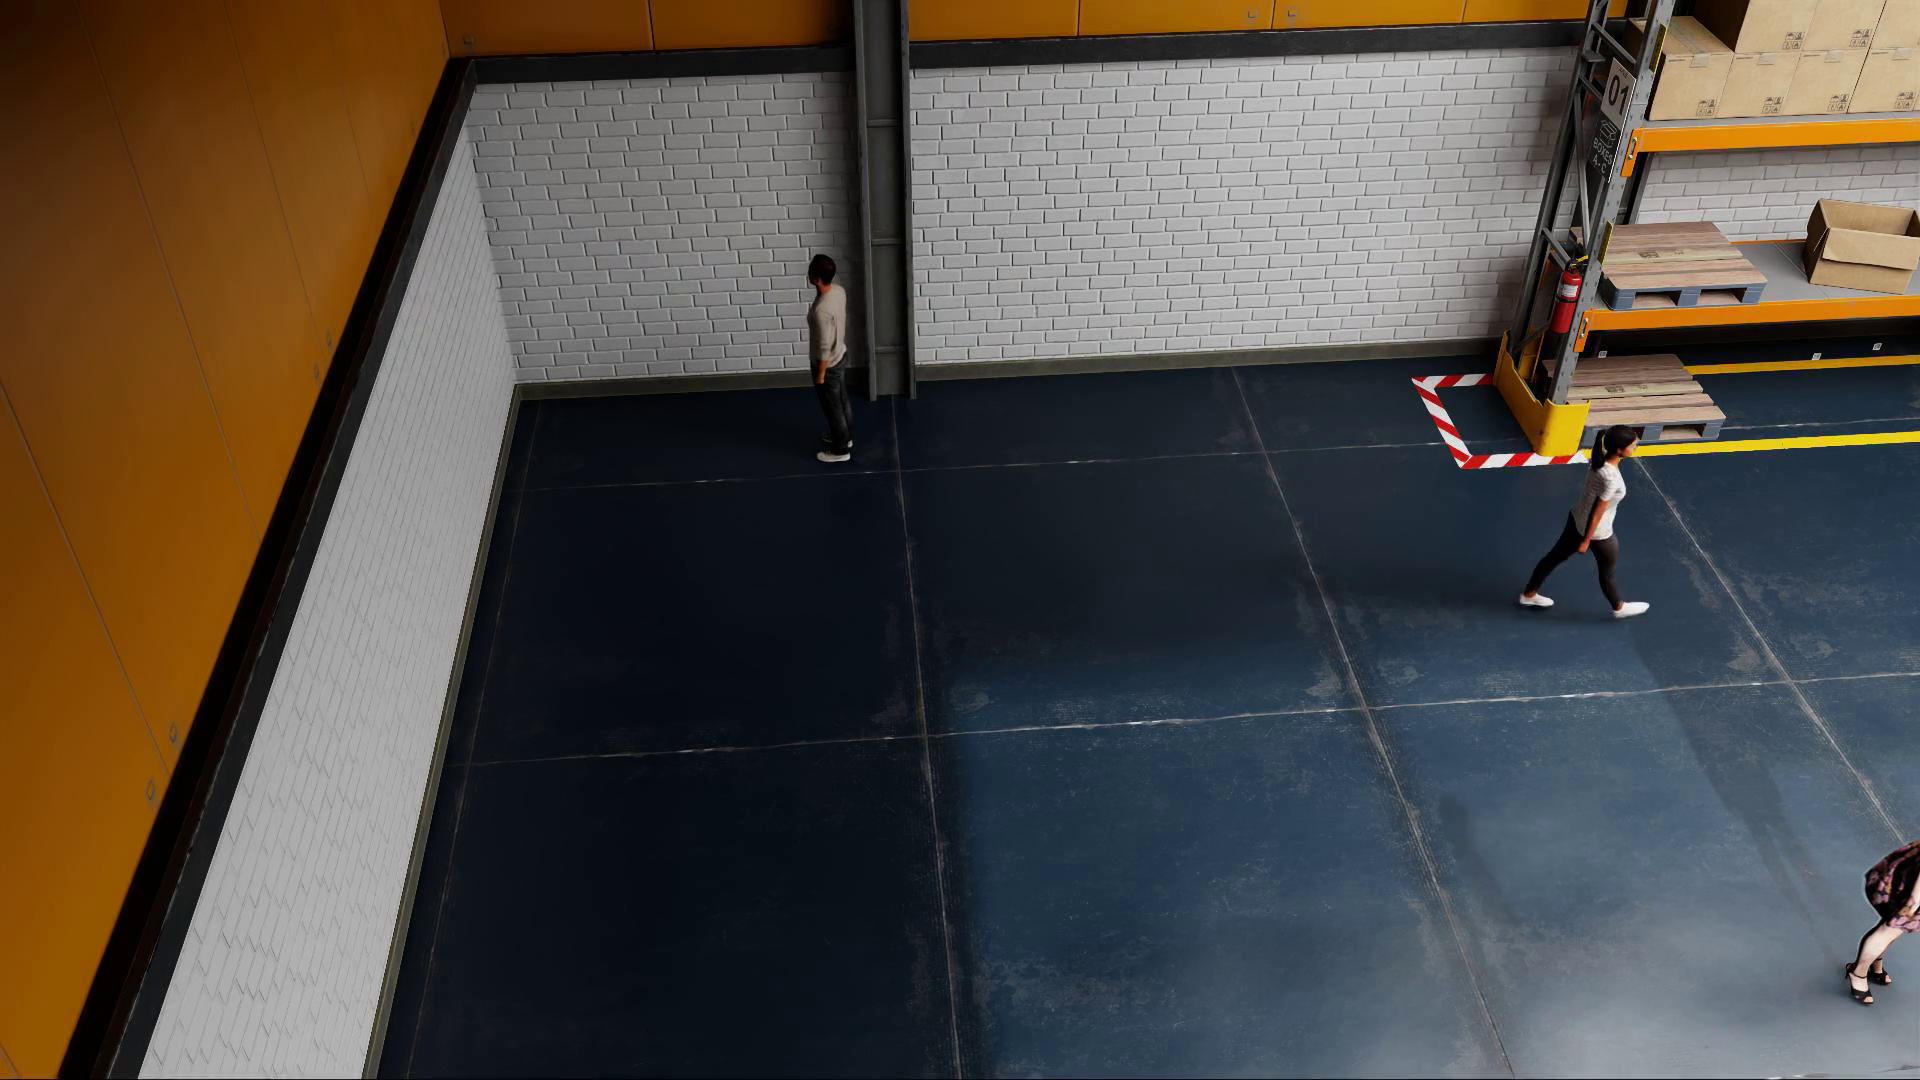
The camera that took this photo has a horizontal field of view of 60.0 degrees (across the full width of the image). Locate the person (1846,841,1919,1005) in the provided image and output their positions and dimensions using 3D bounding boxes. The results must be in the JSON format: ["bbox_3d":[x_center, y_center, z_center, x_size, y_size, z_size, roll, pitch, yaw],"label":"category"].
[{"bbox_3d":[5.219,1.850,8.984,0.777,1.773,0.857,-25,45,-28],"label":"person"}]

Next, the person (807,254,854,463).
[{"bbox_3d":[-1.013,-1.425,13.054,0.637,1.811,0.718,7,39,9],"label":"person"}]

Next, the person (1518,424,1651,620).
[{"bbox_3d":[4.286,-0.102,11.571,1.136,1.595,0.734,4,39,6],"label":"person"}]
